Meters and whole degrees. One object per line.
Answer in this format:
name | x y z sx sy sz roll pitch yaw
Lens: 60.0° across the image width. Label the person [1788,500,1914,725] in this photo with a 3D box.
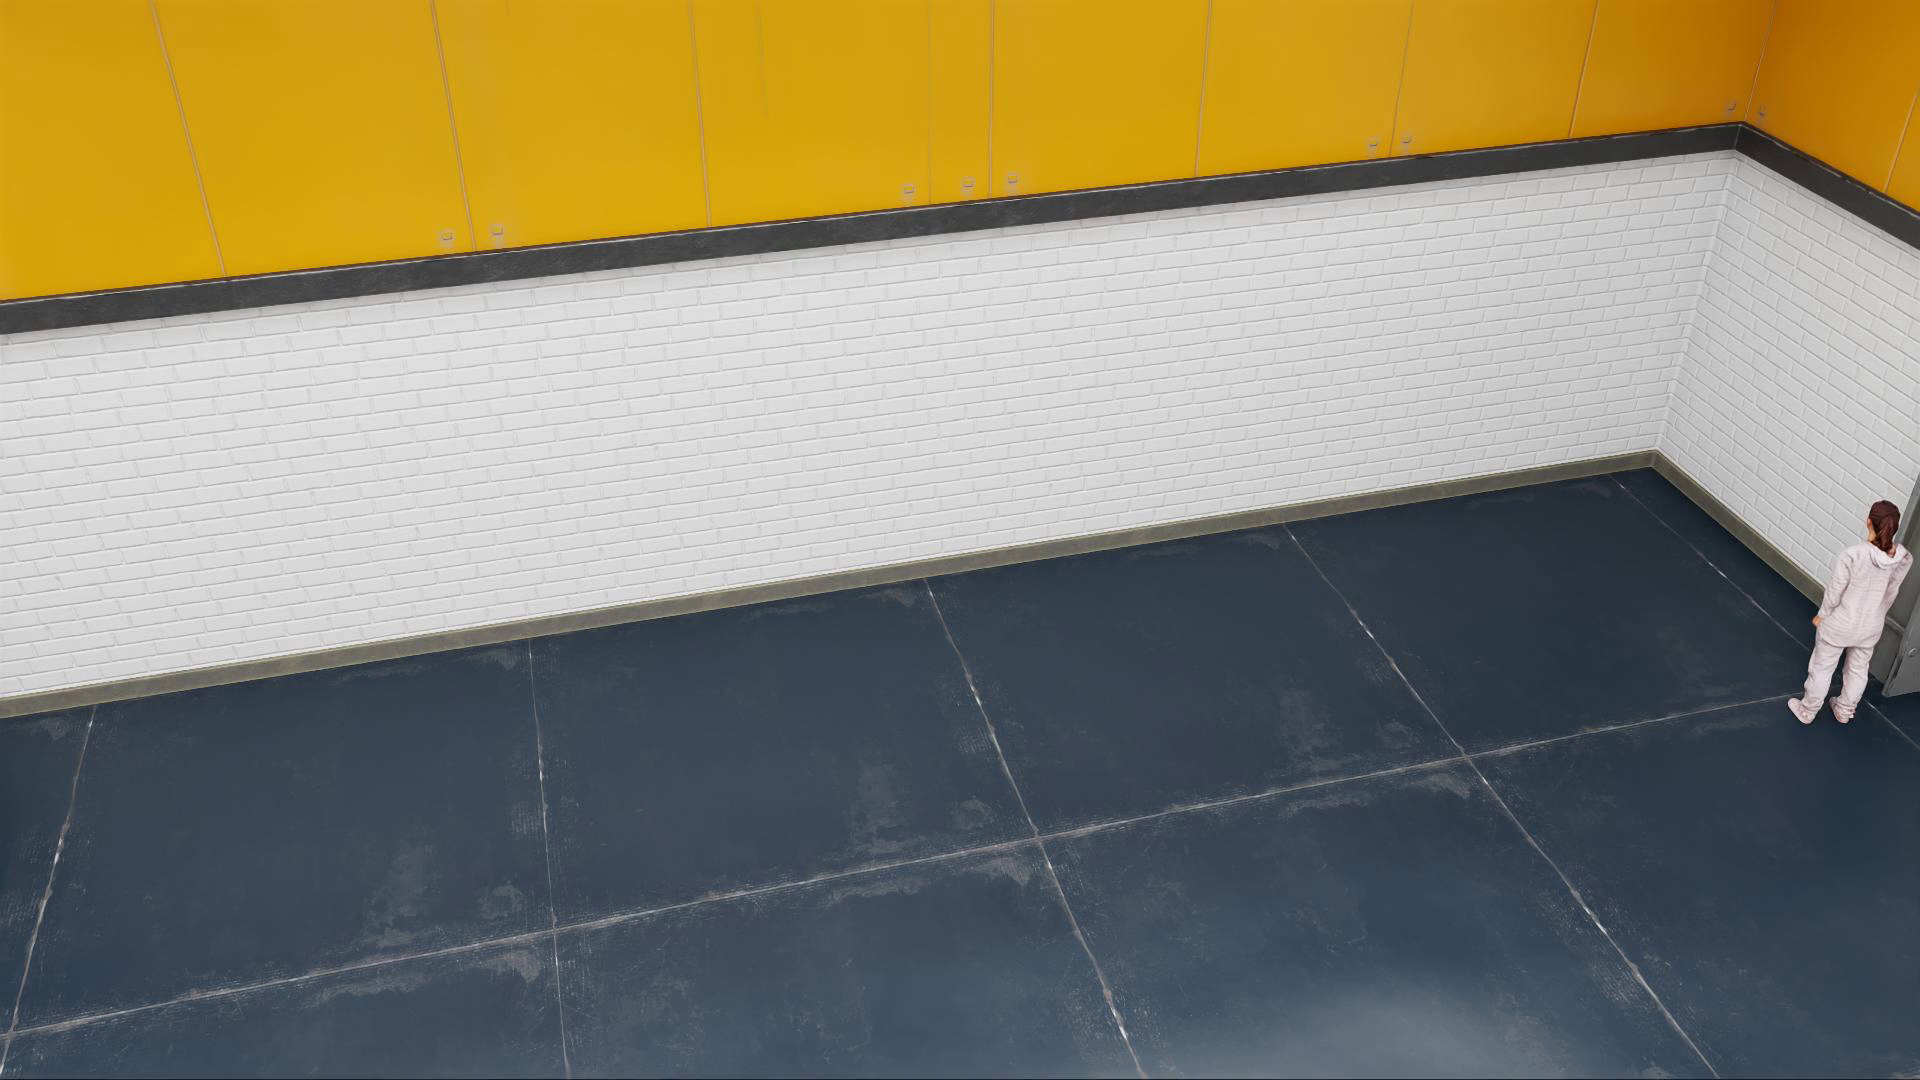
person | 5.929 0.510 11.018 0.698 1.692 0.665 1 34 2
